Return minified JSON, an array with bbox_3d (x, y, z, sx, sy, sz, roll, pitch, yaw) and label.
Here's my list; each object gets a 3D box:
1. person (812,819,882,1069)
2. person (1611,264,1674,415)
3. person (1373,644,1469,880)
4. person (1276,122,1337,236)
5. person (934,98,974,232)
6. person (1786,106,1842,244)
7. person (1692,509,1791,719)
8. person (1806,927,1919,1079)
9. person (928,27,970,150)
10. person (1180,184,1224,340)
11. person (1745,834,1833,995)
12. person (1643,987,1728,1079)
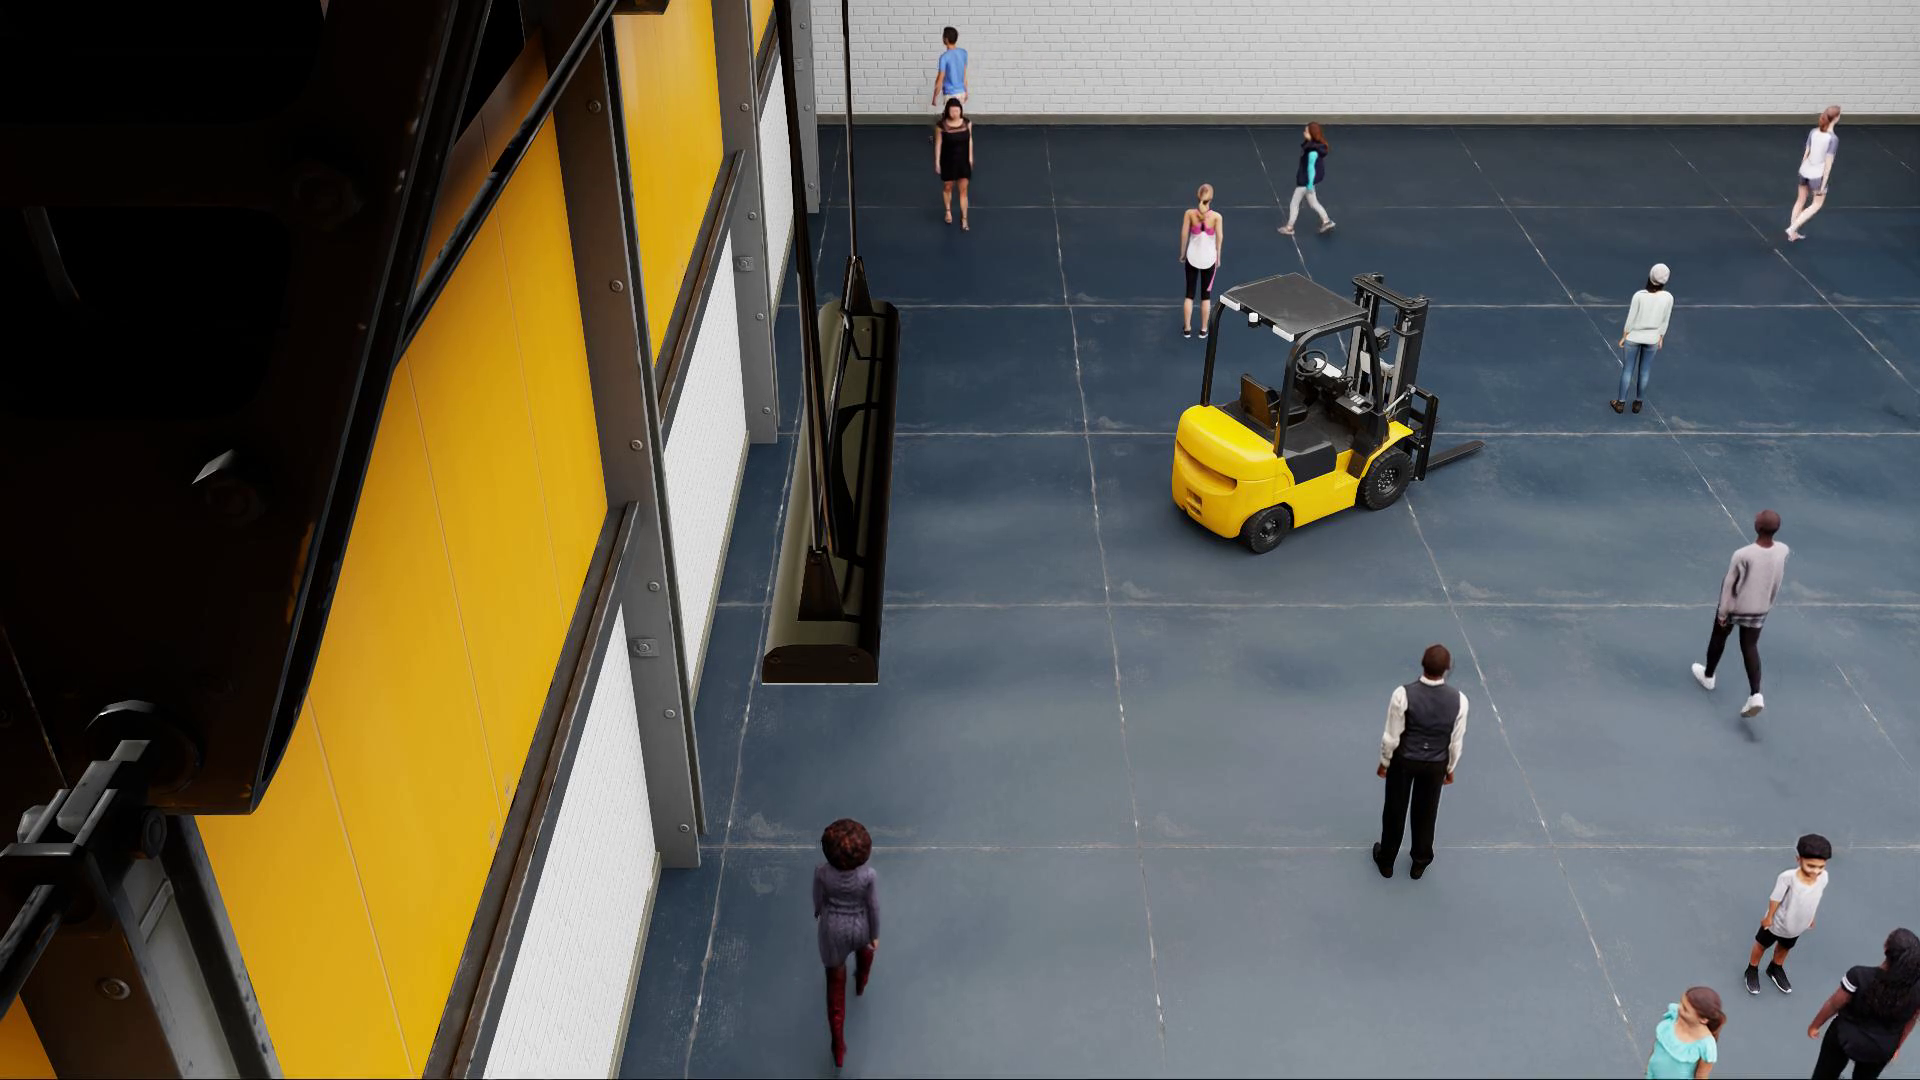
[{"bbox_3d":[-0.713,2.463,10.183,0.586,1.670,1.067,-1,34,-1],"label":"person"},{"bbox_3d":[6.991,-2.073,17.030,0.590,1.644,0.505,3,34,5],"label":"person"},{"bbox_3d":[3.128,1.521,11.377,0.720,1.917,0.616,4,34,6],"label":"person"},{"bbox_3d":[4.435,-4.513,20.853,0.764,1.476,0.949,7,34,11],"label":"person"},{"bbox_3d":[-0.100,-4.800,21.087,0.803,1.695,0.925,-8,34,-11],"label":"person"},{"bbox_3d":[10.491,-4.485,20.557,0.821,1.757,0.818,-17,37,-24],"label":"person"},{"bbox_3d":[6.161,0.581,12.941,0.641,1.752,1.062,-2,34,-3],"label":"person"},{"bbox_3d":[5.176,2.874,9.510,0.683,1.731,0.655,7,34,11],"label":"person"},{"bbox_3d":[-0.026,-6.079,22.904,1.244,1.815,1.189,29,43,36],"label":"person"},{"bbox_3d":[2.662,-3.083,18.421,0.658,1.787,0.608,9,35,14],"label":"person"},{"bbox_3d":[5.334,2.384,10.672,0.478,1.260,0.472,0,34,-1],"label":"person"},{"bbox_3d":[4.026,3.060,9.386,0.659,1.558,0.539,-8,34,-12],"label":"person"}]
